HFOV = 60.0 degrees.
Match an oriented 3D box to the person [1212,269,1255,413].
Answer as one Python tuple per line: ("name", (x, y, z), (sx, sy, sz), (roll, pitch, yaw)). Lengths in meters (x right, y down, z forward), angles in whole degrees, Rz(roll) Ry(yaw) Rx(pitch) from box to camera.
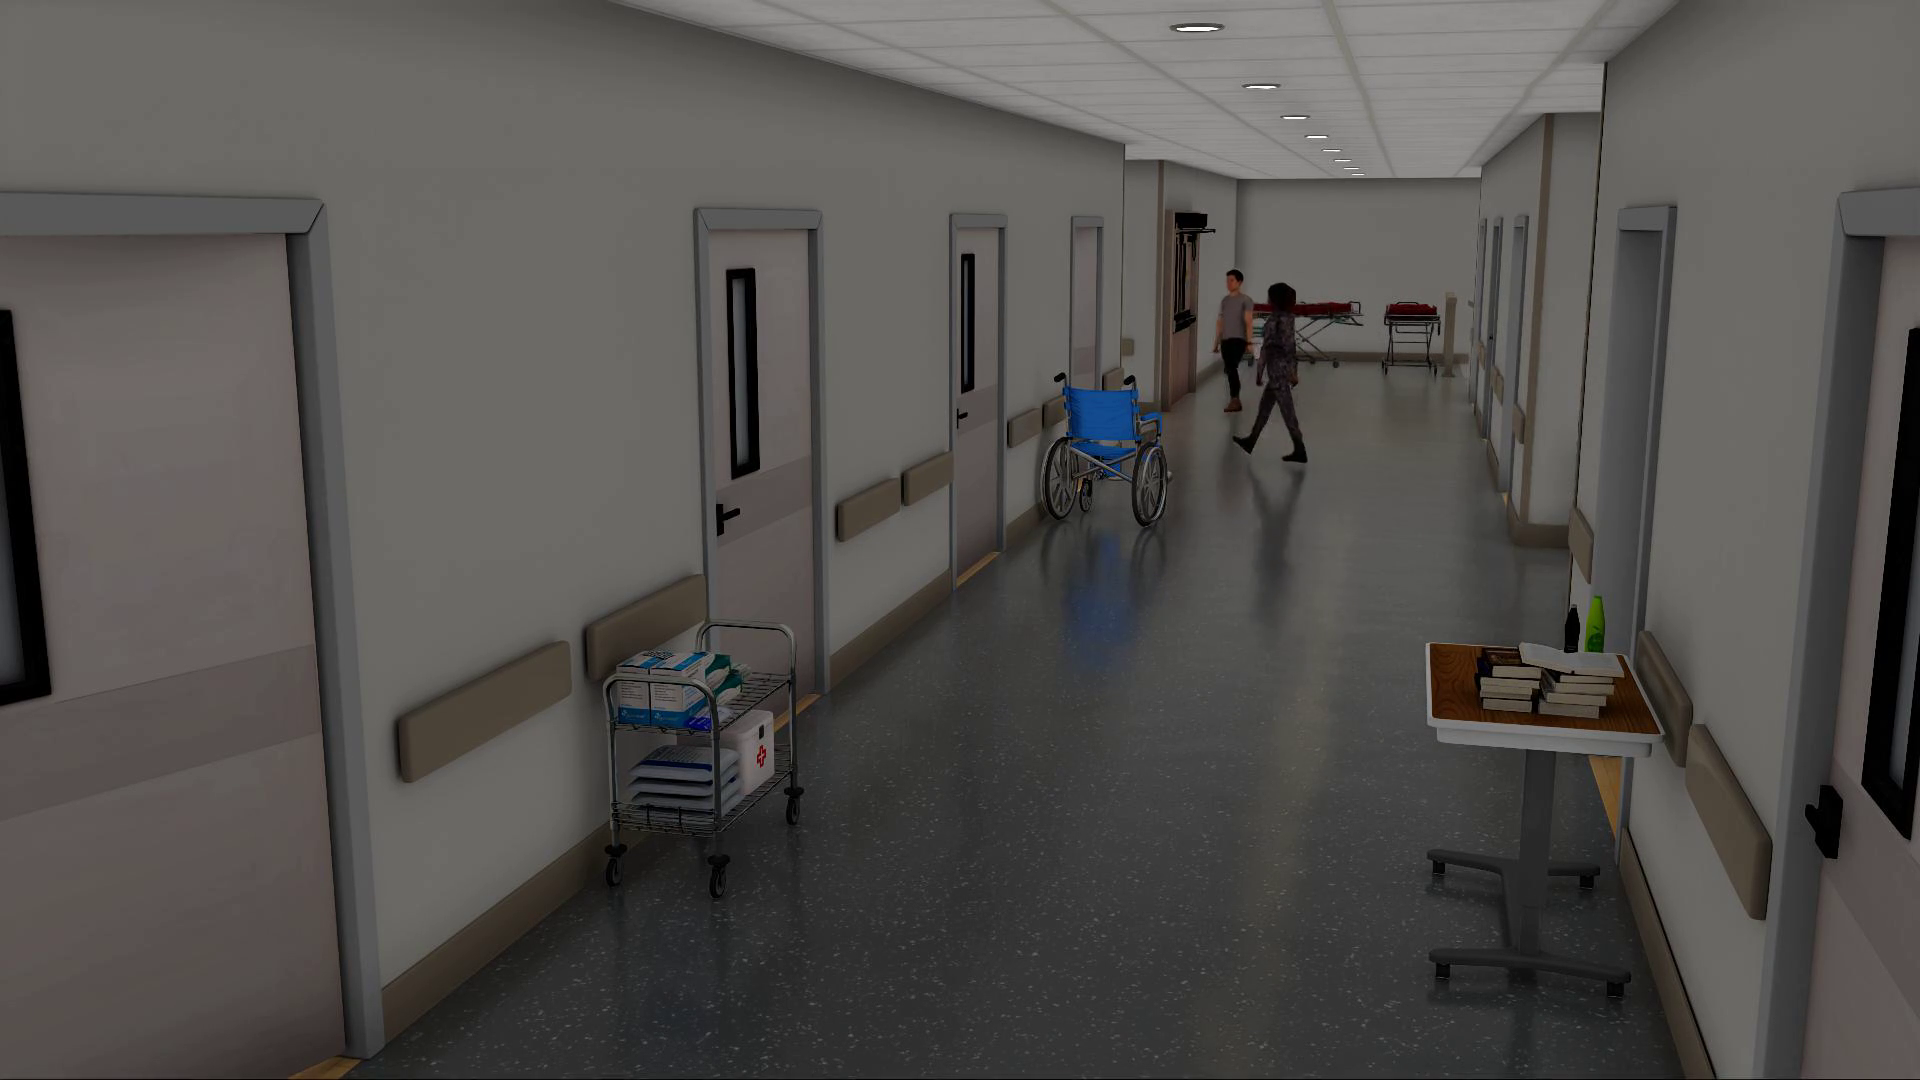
("person", (3.365, -2.393, 20.043), (0.812, 1.710, 0.764), (-8, 14, -37))

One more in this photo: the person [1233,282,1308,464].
("person", (3.076, -1.533, 15.614), (0.982, 1.671, 1.121), (10, 15, 43))
